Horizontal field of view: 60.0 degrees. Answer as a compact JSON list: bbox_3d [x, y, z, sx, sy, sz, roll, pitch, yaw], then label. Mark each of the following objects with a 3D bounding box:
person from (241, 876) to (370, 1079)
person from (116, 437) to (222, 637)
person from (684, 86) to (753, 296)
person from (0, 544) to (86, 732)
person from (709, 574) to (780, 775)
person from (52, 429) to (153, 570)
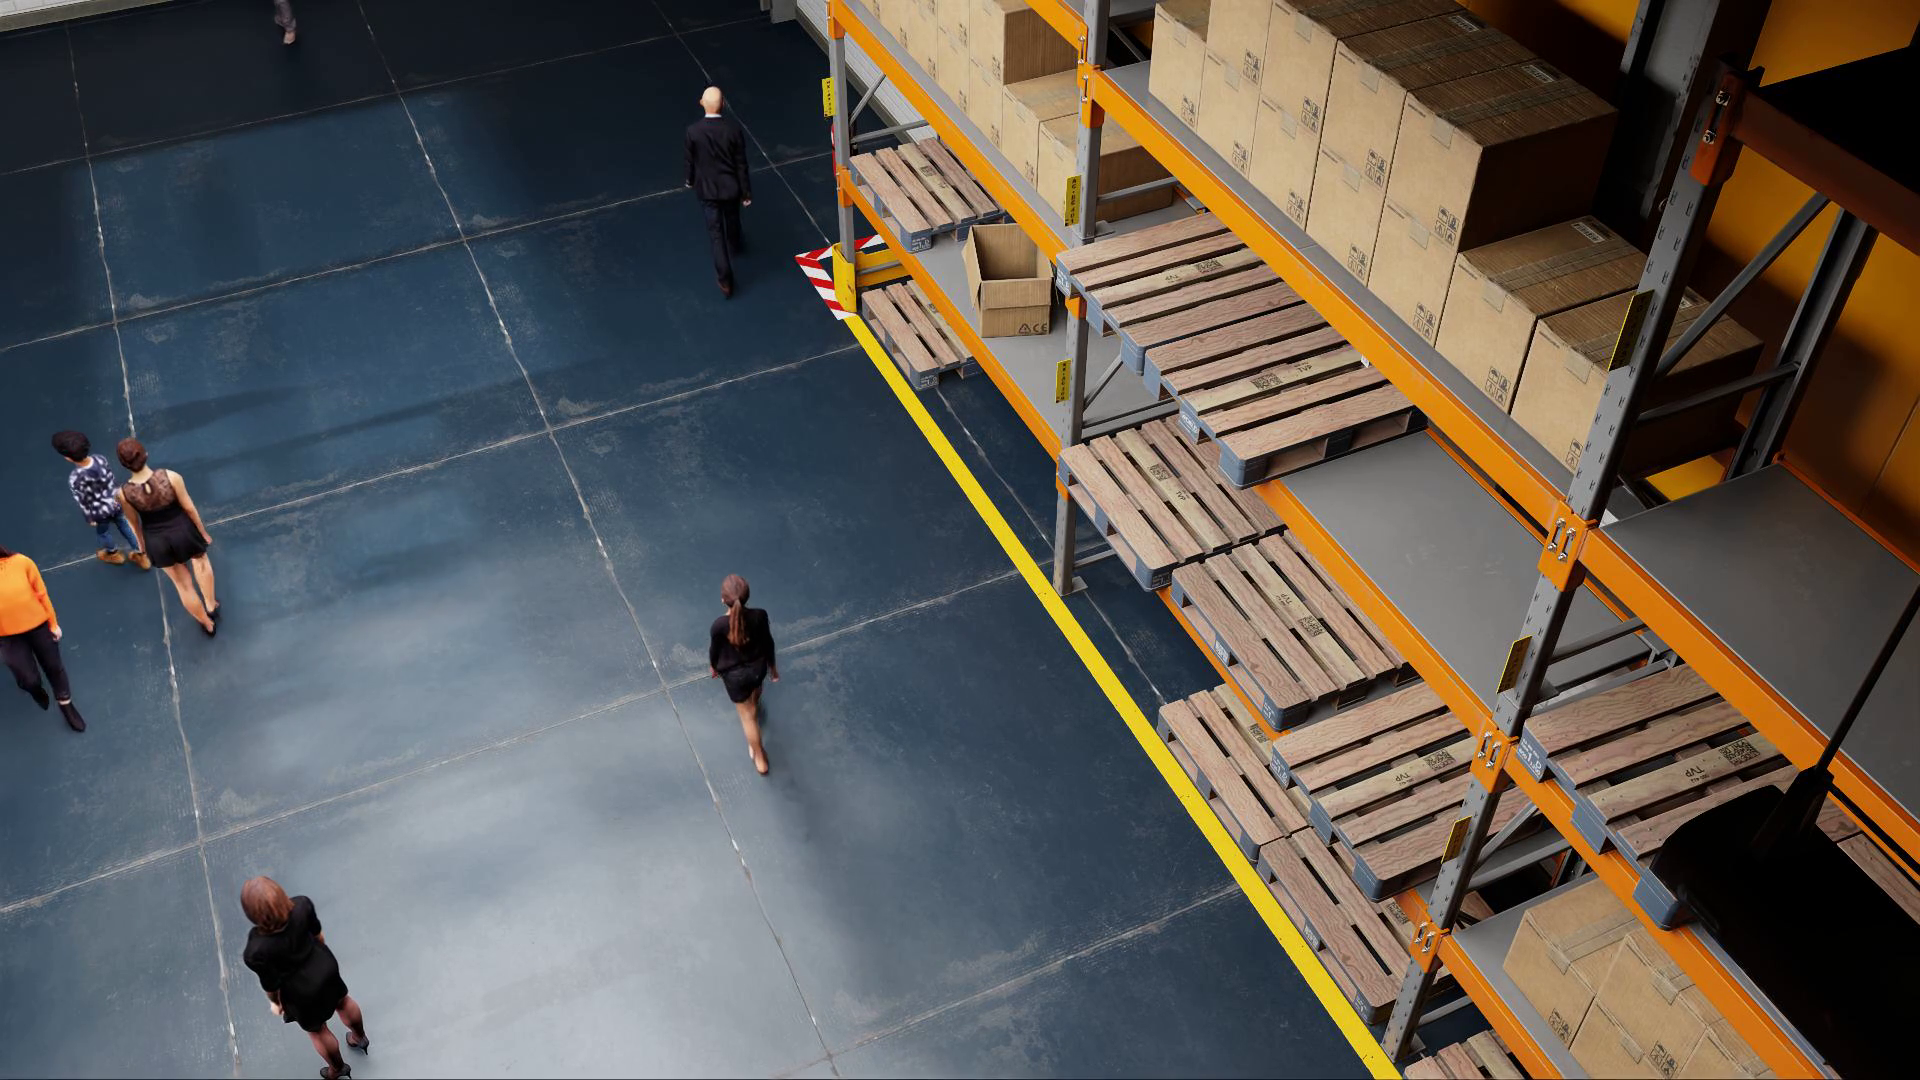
[{"bbox_3d":[-3.403,2.287,8.657,0.694,1.706,0.651,17,46,17],"label":"person"},{"bbox_3d":[-5.222,0.033,11.051,0.606,1.667,0.610,-20,47,-20],"label":"person"},{"bbox_3d":[-2.038,-2.907,14.078,0.850,1.749,1.215,-9,44,-10],"label":"person"},{"bbox_3d":[-5.934,0.521,10.489,0.729,1.737,0.811,-30,51,-28],"label":"person"},{"bbox_3d":[-1.309,0.855,10.286,0.579,1.531,0.952,-16,46,-16],"label":"person"},{"bbox_3d":[-5.972,-0.252,11.660,0.758,1.239,0.689,20,47,19],"label":"person"}]
